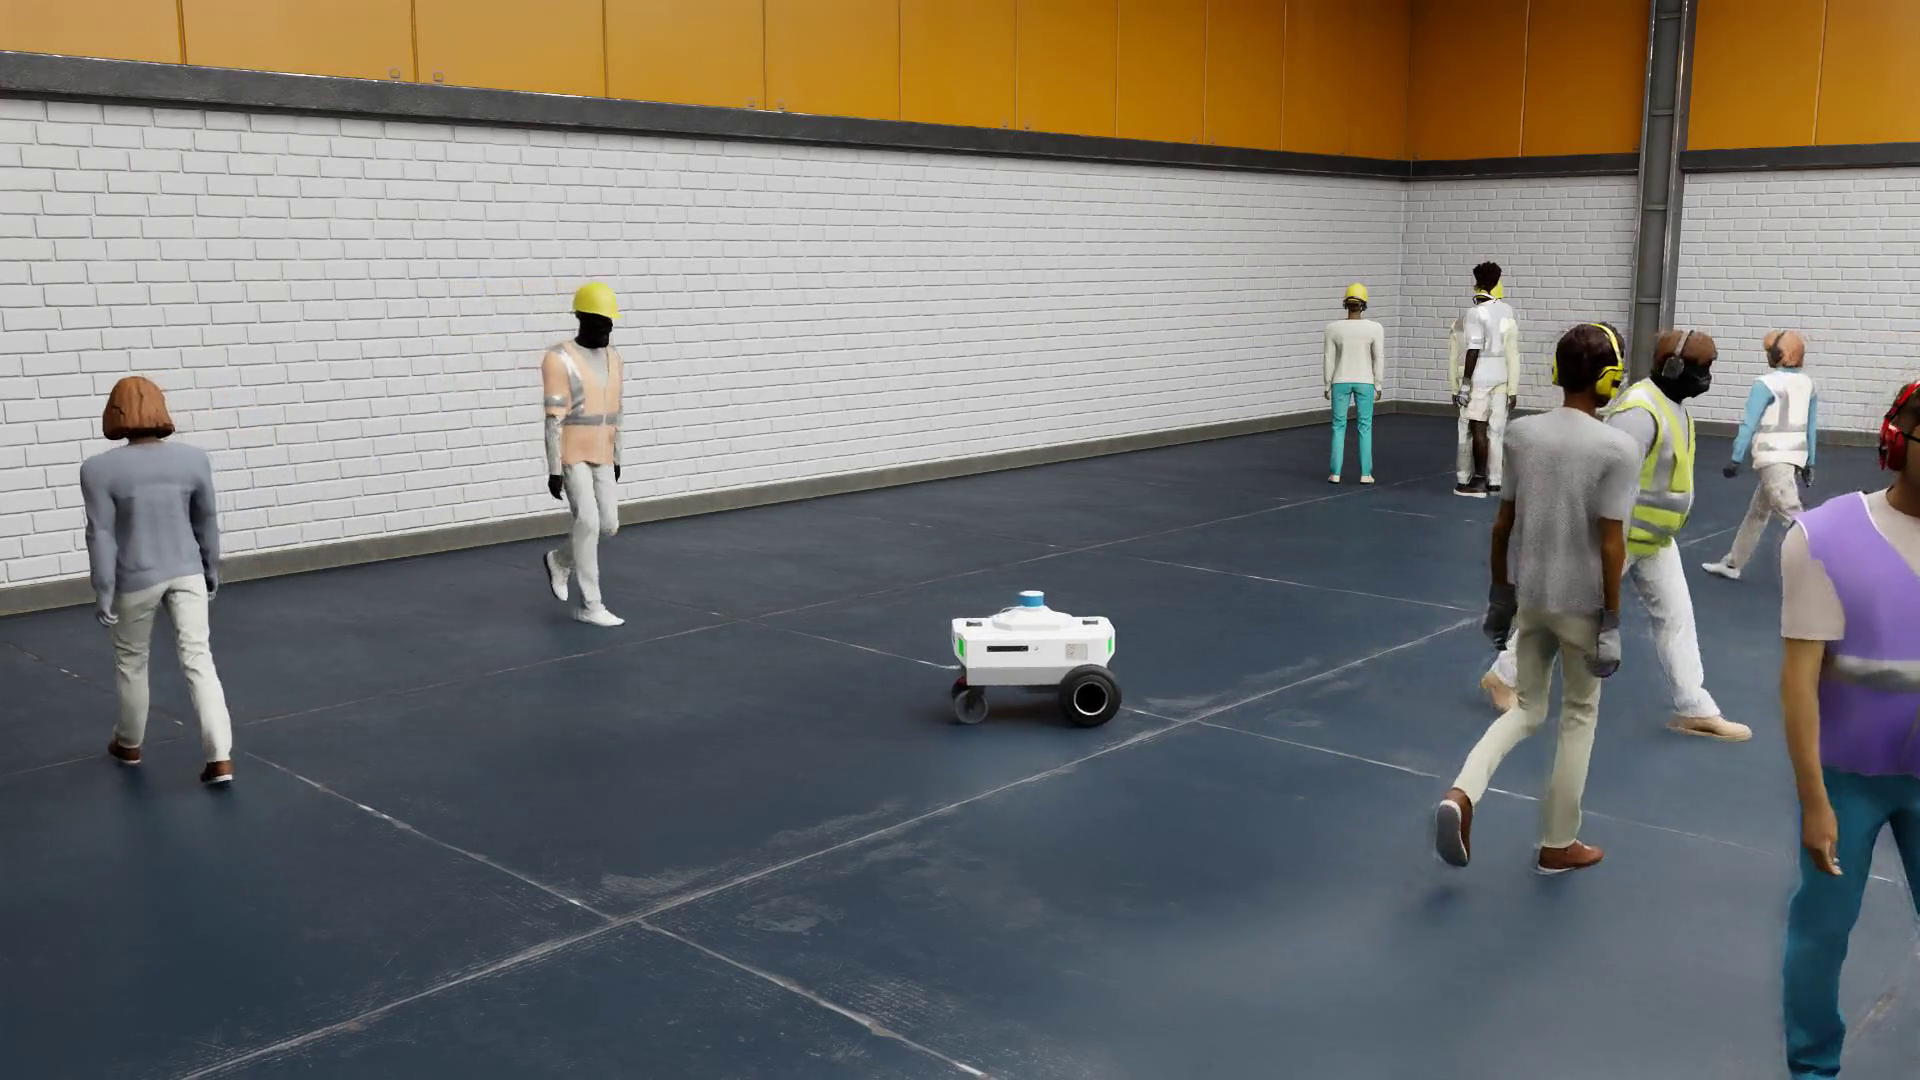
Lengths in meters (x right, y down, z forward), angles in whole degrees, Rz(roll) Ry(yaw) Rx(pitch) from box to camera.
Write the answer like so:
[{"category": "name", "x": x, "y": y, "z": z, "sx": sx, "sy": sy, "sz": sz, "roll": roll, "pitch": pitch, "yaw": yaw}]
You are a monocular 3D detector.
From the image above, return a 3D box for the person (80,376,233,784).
[{"category": "person", "x": -3.125, "y": 0.158, "z": 6.487, "sx": 0.878, "sy": 1.588, "sz": 0.518, "roll": 10, "pitch": 14, "yaw": 44}]

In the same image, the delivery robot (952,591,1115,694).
[{"category": "delivery robot", "x": 0.318, "y": 0.469, "z": 7.369, "sx": 0.707, "sy": 0.478, "sz": 0.477, "roll": 0, "pitch": 10, "yaw": -3}]

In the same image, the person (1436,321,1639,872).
[{"category": "person", "x": 1.893, "y": 0.223, "z": 5.373, "sx": 0.659, "sy": 1.849, "sz": 0.499, "roll": -6, "pitch": 12, "yaw": -33}]

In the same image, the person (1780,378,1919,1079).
[{"category": "person", "x": 2.063, "y": 0.550, "z": 3.590, "sx": 0.573, "sy": 1.807, "sz": 0.835, "roll": 1, "pitch": 10, "yaw": 6}]

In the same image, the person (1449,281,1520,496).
[{"category": "person", "x": 4.416, "y": -1.286, "z": 13.997, "sx": 0.586, "sy": 1.833, "sz": 0.403, "roll": 7, "pitch": 12, "yaw": 35}]

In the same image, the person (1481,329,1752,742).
[{"category": "person", "x": 2.828, "y": -0.042, "z": 7.184, "sx": 1.107, "sy": 1.759, "sz": 0.643, "roll": 8, "pitch": 13, "yaw": 39}]

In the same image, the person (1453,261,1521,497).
[{"category": "person", "x": 4.401, "y": -1.339, "z": 13.920, "sx": 0.610, "sy": 1.963, "sz": 0.365, "roll": -6, "pitch": 12, "yaw": -33}]

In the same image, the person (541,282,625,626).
[{"category": "person", "x": -2.130, "y": -0.483, "z": 9.237, "sx": 0.649, "sy": 1.900, "sz": 0.621, "roll": 6, "pitch": 12, "yaw": 31}]

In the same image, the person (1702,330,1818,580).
[{"category": "person", "x": 4.947, "y": -0.468, "z": 10.059, "sx": 0.508, "sy": 1.587, "sz": 0.909, "roll": -6, "pitch": 12, "yaw": -32}]

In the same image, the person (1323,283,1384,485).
[{"category": "person", "x": 3.455, "y": -1.364, "z": 14.629, "sx": 0.522, "sy": 1.769, "sz": 0.311, "roll": 3, "pitch": 10, "yaw": 15}]
